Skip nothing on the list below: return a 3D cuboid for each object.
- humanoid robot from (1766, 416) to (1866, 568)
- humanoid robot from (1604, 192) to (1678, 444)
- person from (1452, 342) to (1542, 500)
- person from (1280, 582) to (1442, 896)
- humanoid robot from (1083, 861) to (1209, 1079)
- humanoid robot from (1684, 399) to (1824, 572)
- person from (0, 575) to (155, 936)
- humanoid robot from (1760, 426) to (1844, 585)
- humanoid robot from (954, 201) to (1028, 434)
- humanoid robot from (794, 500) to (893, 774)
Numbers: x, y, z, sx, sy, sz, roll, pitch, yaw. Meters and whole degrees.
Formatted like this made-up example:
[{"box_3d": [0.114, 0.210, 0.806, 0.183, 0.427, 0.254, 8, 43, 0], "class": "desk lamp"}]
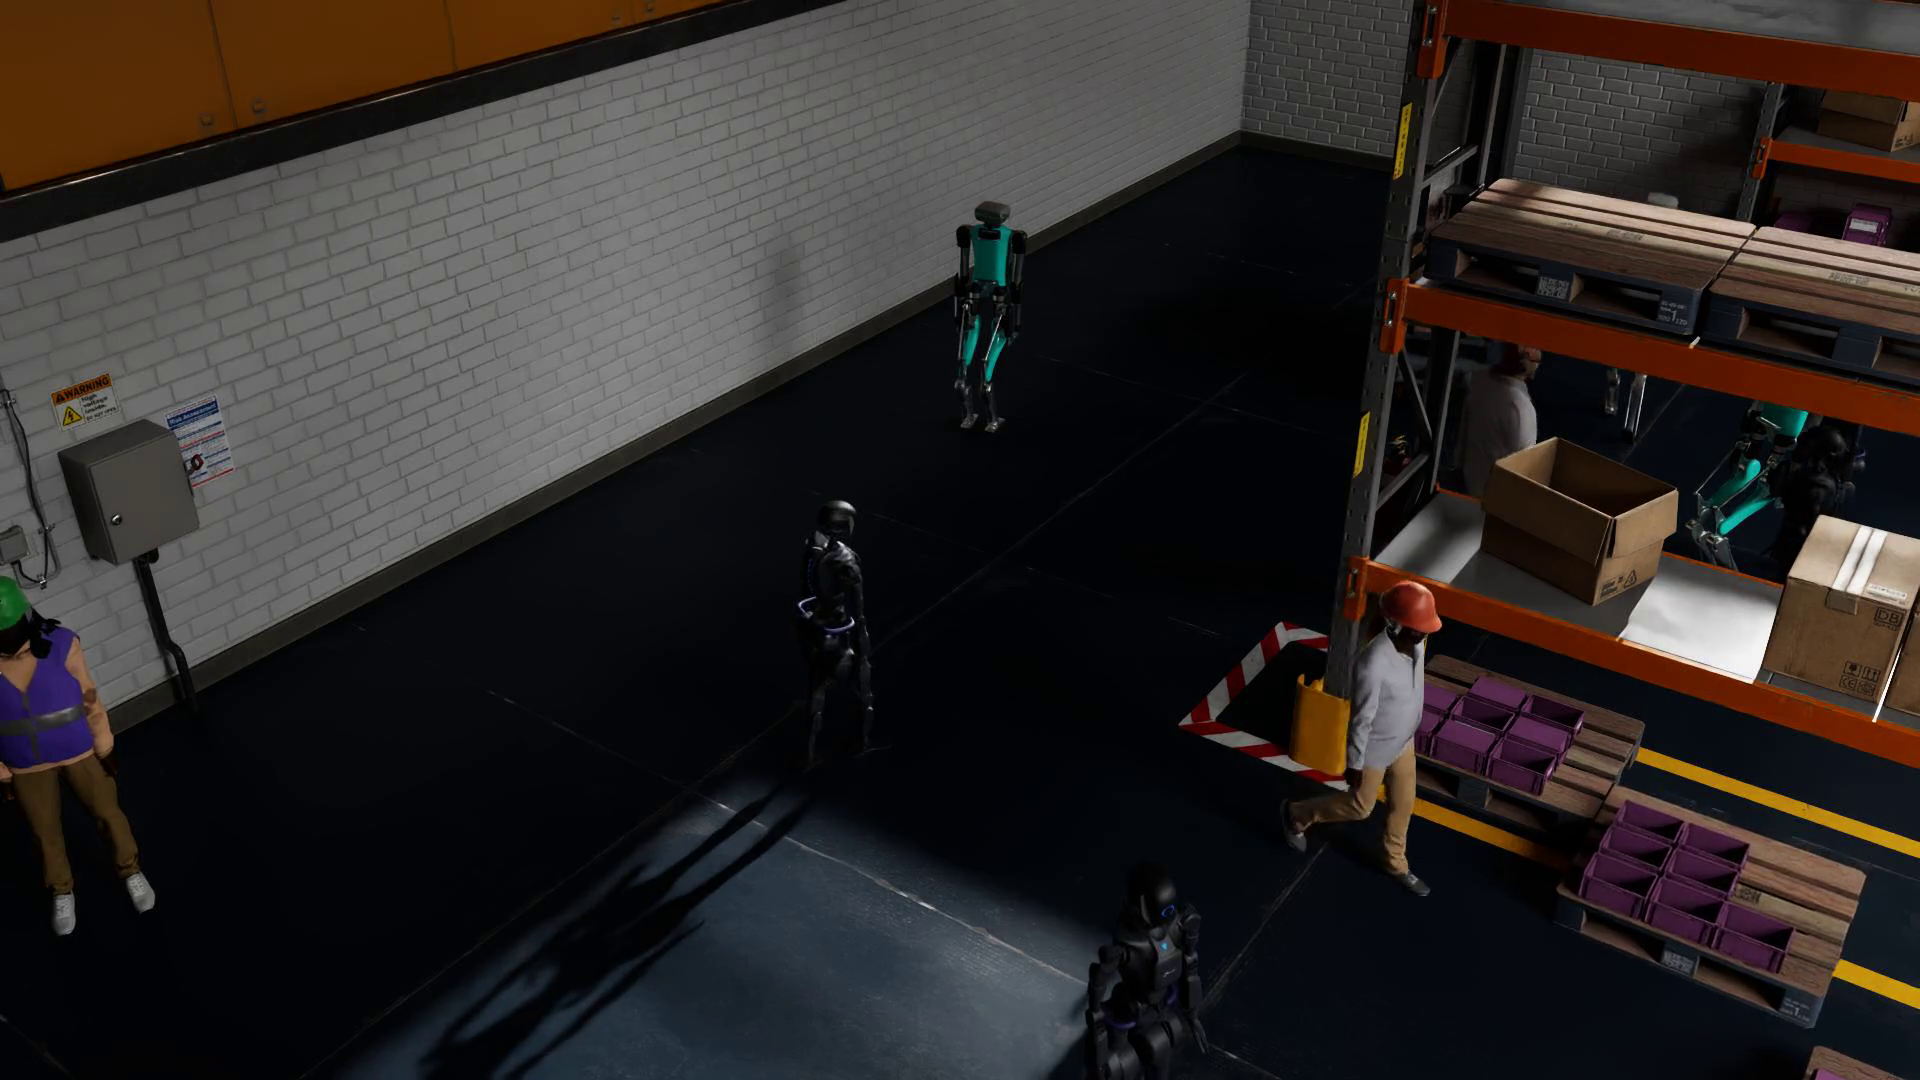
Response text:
[{"box_3d": [5.455, -0.445, 10.415, 0.339, 1.651, 0.614, 2, 30, 3], "class": "humanoid robot"}, {"box_3d": [5.043, -1.592, 12.381, 0.554, 1.834, 0.896, 8, 31, 13], "class": "humanoid robot"}, {"box_3d": [3.305, -0.371, 10.064, 0.594, 1.887, 0.635, 0, 30, -1], "class": "person"}, {"box_3d": [1.985, 0.918, 7.987, 0.720, 1.728, 0.569, 24, 38, 35], "class": "person"}, {"box_3d": [0.692, 1.887, 6.351, 0.589, 1.653, 0.324, -21, 36, -32], "class": "humanoid robot"}, {"box_3d": [4.798, -0.437, 10.194, 0.735, 1.677, 0.533, -10, 31, -17], "class": "humanoid robot"}, {"box_3d": [-4.205, 0.975, 7.698, 0.534, 1.923, 0.444, -14, 33, -23], "class": "person"}, {"box_3d": [4.712, 0.087, 9.505, 0.709, 1.631, 0.600, 10, 31, 17], "class": "humanoid robot"}, {"box_3d": [0.158, -1.574, 12.207, 0.534, 1.694, 0.732, 8, 31, 14], "class": "humanoid robot"}, {"box_3d": [-0.650, 0.497, 8.778, 0.558, 1.644, 0.608, -20, 36, -31], "class": "humanoid robot"}]
